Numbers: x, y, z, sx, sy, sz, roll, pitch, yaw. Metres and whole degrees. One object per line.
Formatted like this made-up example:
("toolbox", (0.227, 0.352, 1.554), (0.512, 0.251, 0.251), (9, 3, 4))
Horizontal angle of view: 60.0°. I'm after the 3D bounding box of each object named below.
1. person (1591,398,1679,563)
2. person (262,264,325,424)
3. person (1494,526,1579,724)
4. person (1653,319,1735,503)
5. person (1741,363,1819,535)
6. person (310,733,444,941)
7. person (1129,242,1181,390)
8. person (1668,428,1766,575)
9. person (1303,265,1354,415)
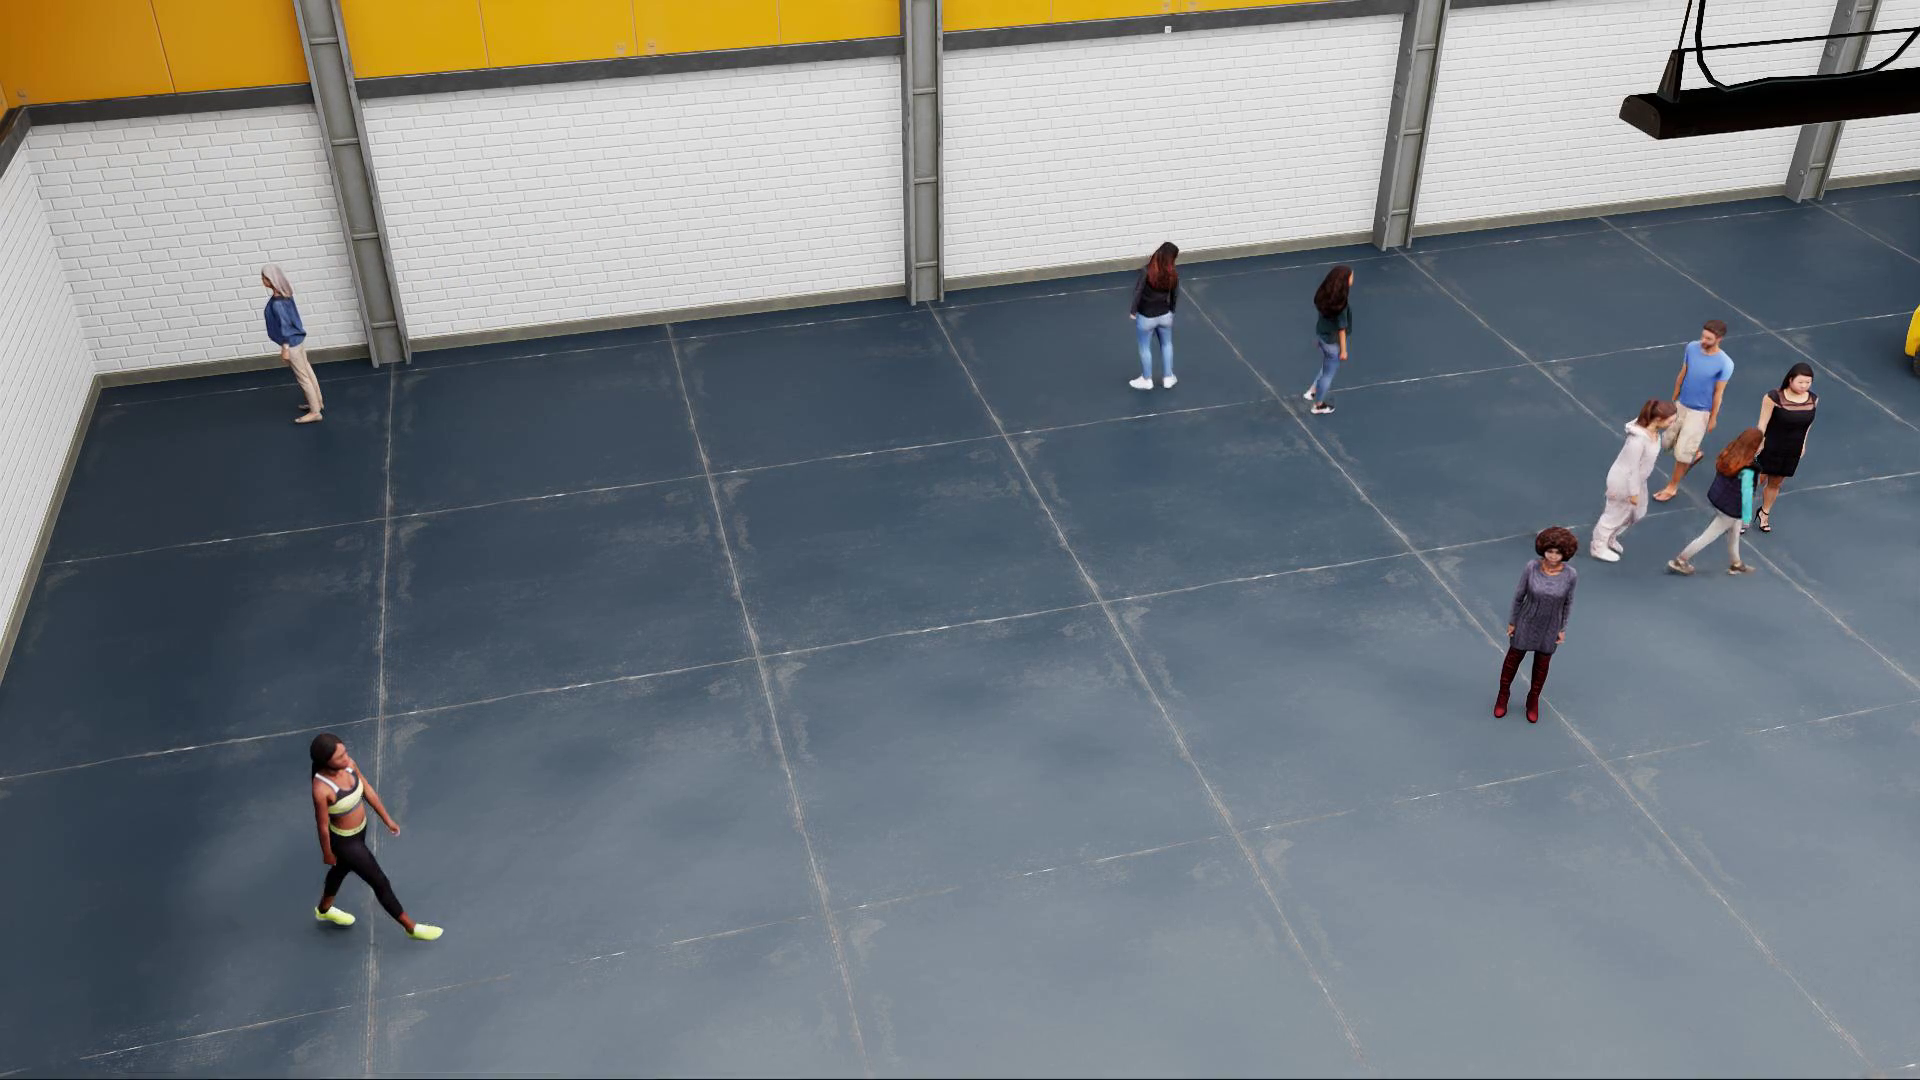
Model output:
("person", (5.758, -0.554, 14.544), (0.854, 1.663, 0.781), (19, 38, 26))
("person", (-6.686, -1.985, 16.664), (0.566, 1.698, 0.618), (-7, 34, -10))
("person", (4.409, 0.644, 12.699), (0.613, 1.711, 0.719), (9, 35, 13))
("person", (6.859, -1.240, 15.411), (0.994, 1.845, 0.804), (-19, 38, -26))
("person", (7.313, -0.822, 14.897), (0.593, 1.718, 0.749), (-2, 34, -4))
("person", (-4.033, 1.926, 10.779), (1.215, 1.700, 0.877), (5, 34, 8))
("person", (1.986, -2.310, 17.224), (0.588, 1.620, 0.812), (-22, 40, -30))
("person", (6.563, -0.297, 14.335), (1.065, 1.466, 0.816), (4, 34, 5))
("person", (3.667, -1.994, 16.765), (0.606, 1.603, 0.596), (-6, 34, -9))
